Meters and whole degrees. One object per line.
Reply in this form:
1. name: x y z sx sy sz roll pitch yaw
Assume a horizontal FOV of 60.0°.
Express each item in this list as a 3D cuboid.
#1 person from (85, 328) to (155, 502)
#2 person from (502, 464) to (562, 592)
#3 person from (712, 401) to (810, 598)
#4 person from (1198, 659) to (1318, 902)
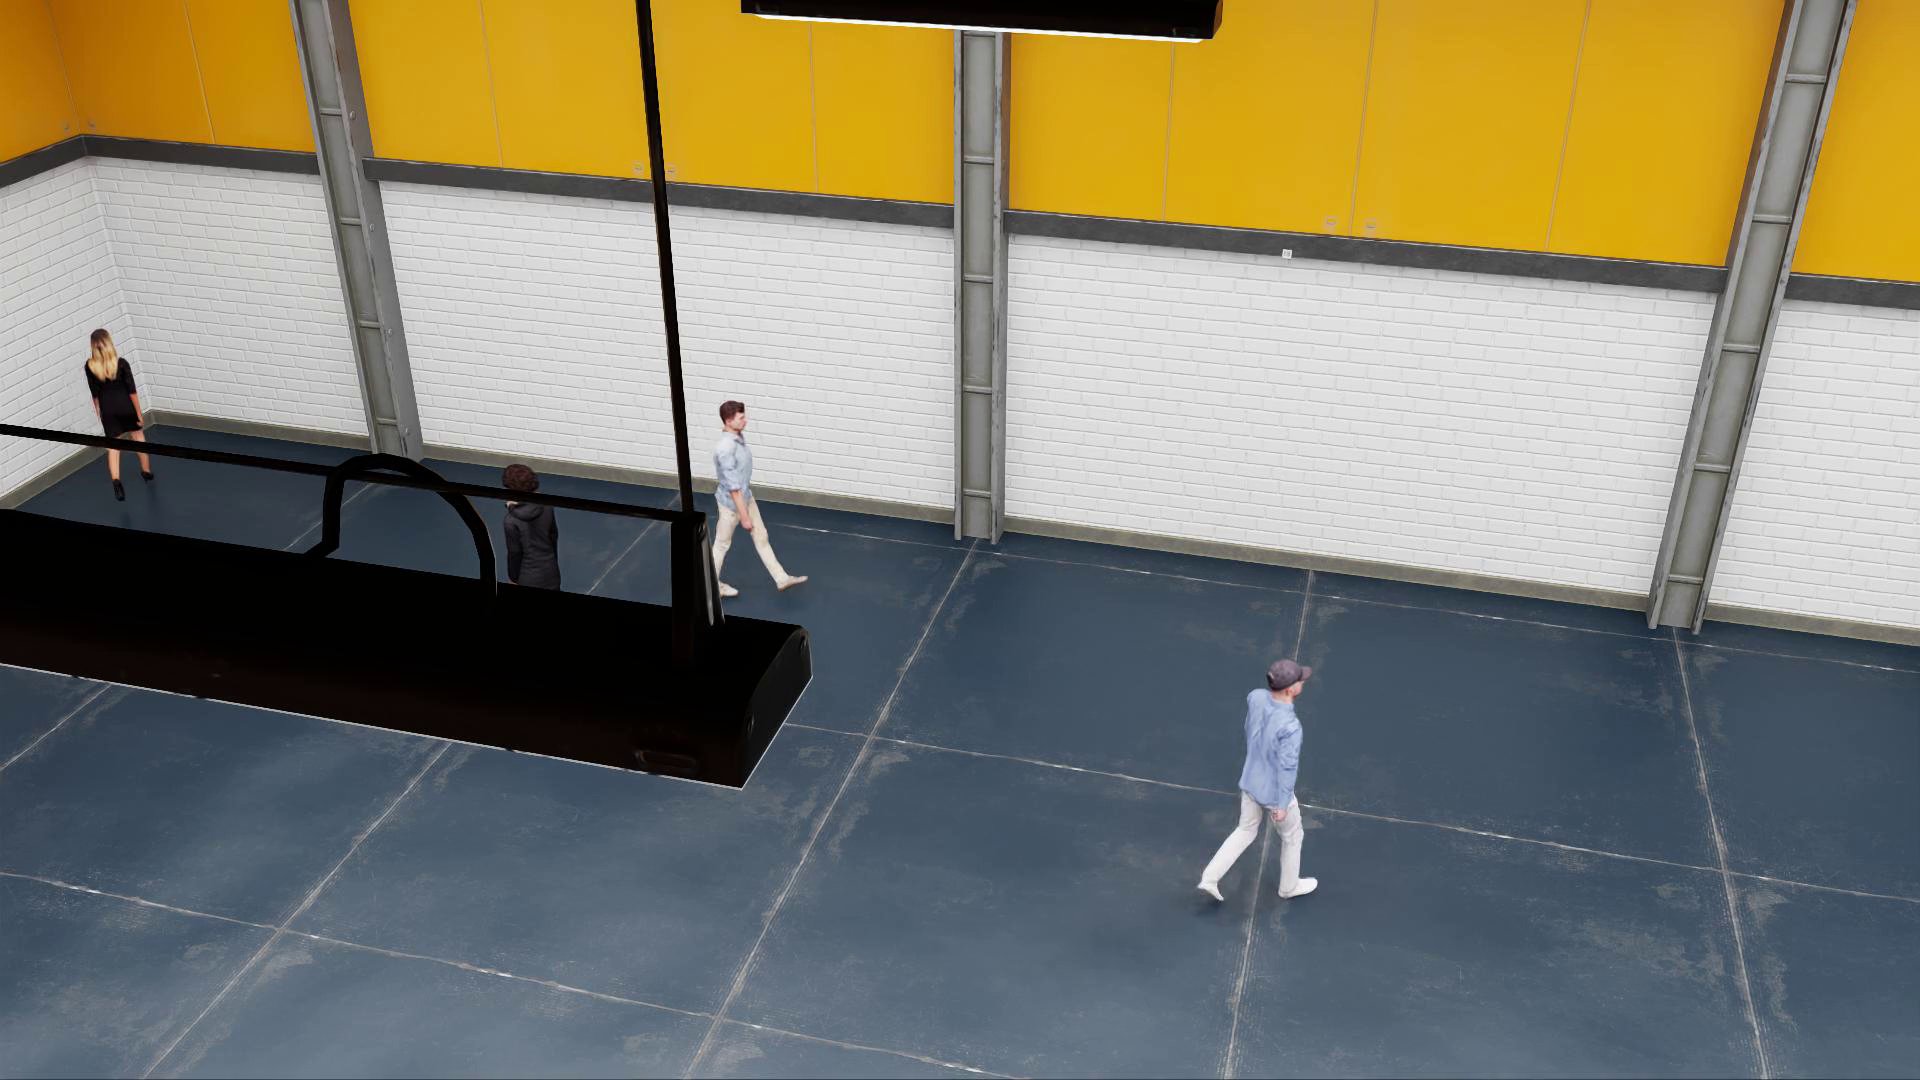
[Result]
1. person: -7.905 -1.141 15.578 1.051 1.649 0.936 -6 29 -10
2. person: -3.301 0.227 12.936 0.720 1.777 0.715 22 35 34
3. person: -1.969 -0.316 13.895 1.129 1.813 0.738 4 29 8
4. person: 1.888 1.537 10.438 1.134 1.870 1.081 -15 32 -25
